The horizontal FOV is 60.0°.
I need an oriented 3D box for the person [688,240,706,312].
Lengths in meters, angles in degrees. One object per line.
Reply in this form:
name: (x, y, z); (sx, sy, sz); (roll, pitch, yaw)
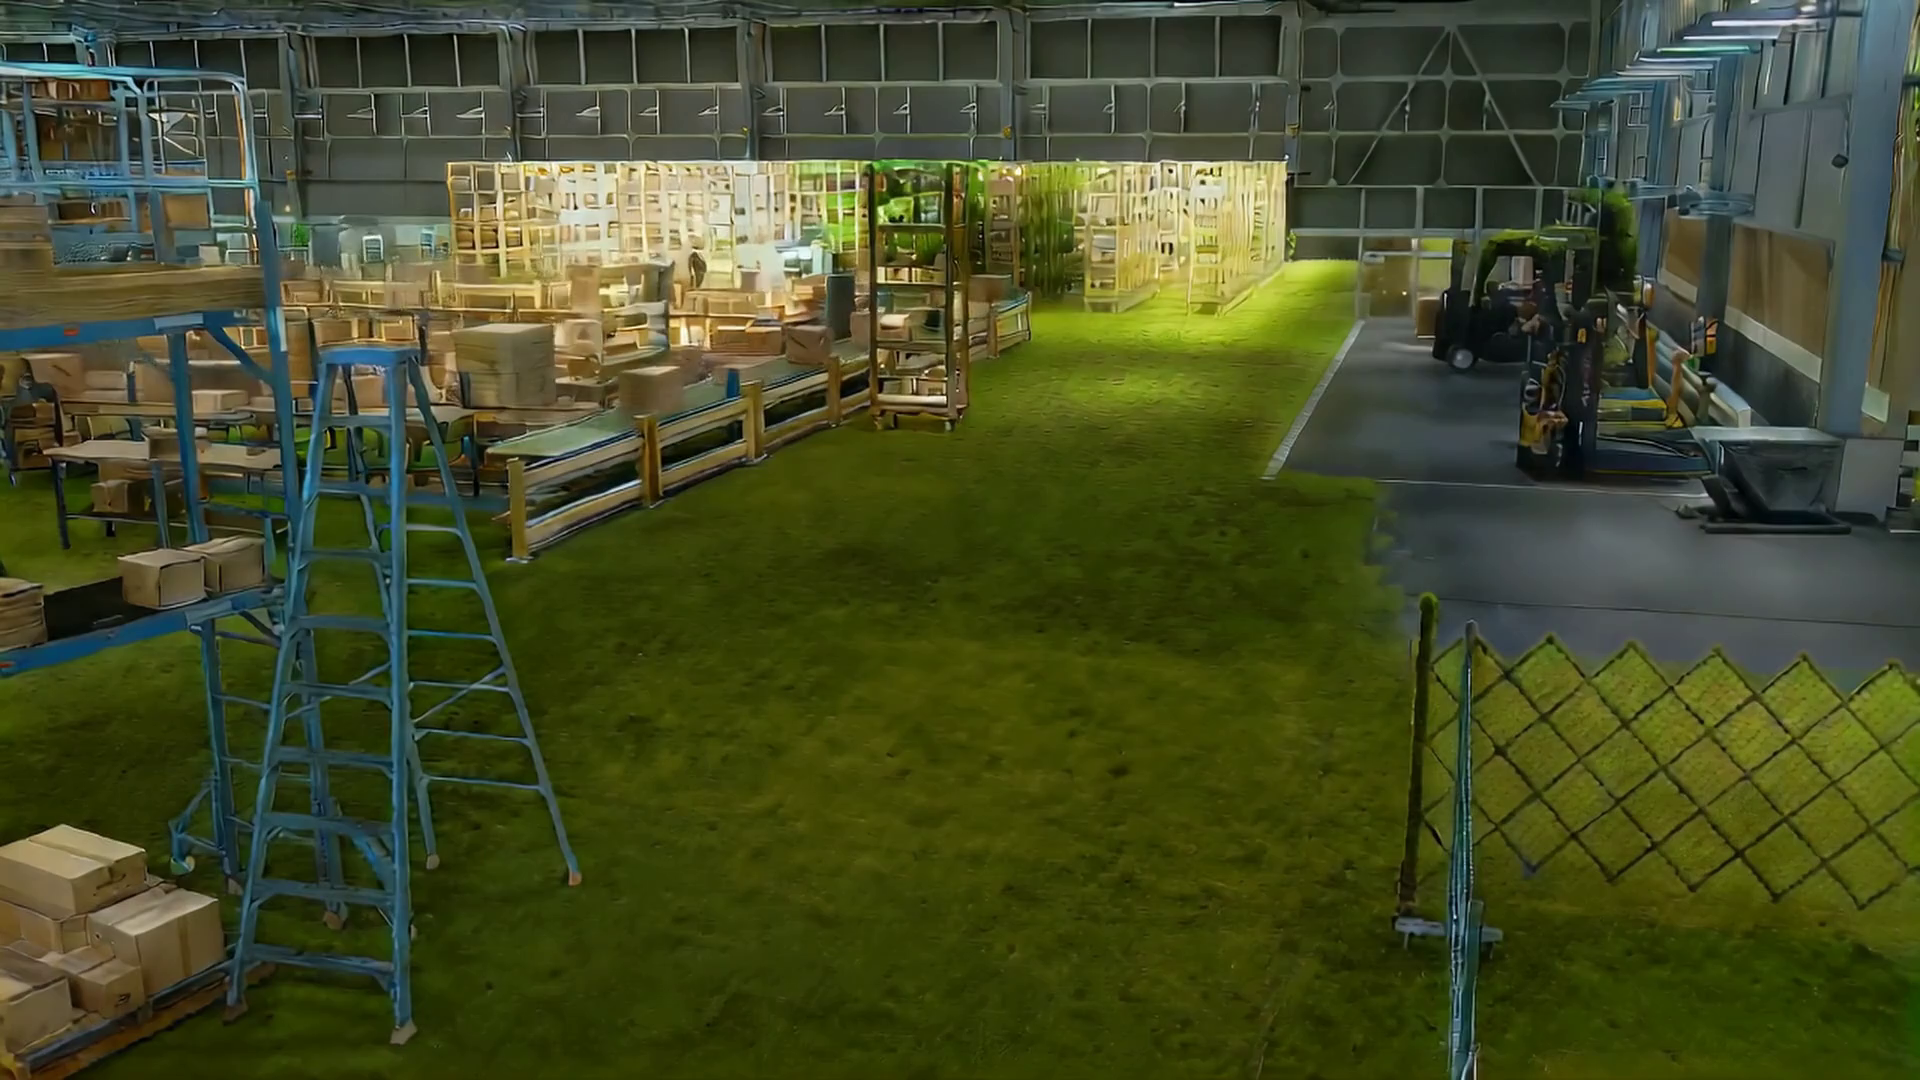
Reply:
person: (-6.113, -6.066, 38.760); (0.403, 1.830, 0.598); (-5, 14, -20)

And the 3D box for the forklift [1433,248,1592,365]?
forklift: (9.780, -4.111, 29.280); (2.680, 1.987, 1.157); (3, 13, 14)

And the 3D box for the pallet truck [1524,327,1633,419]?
pallet truck: (9.065, -2.460, 24.370); (1.522, 1.261, 0.704); (3, 13, 14)

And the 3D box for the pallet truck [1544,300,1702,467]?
pallet truck: (8.263, -1.952, 20.631); (1.885, 1.965, 0.823); (5, 14, 20)

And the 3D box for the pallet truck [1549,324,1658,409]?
pallet truck: (9.824, -2.669, 25.407); (1.601, 1.201, 0.680); (4, 14, 16)

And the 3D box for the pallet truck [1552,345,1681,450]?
pallet truck: (8.641, -1.896, 21.908); (1.630, 1.274, 0.653); (4, 14, 16)

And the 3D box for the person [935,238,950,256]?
person: (-0.332, -5.924, 37.989); (0.409, 1.907, 0.648); (5, 14, 22)

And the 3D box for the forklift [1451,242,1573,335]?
forklift: (10.464, -4.597, 31.405); (2.680, 1.987, 1.157); (4, 14, 16)

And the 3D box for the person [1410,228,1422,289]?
person: (12.536, -7.636, 45.583); (0.664, 1.825, 0.564); (3, 13, 13)

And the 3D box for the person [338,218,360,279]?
person: (-17.800, -8.397, 48.532); (0.621, 1.973, 0.783); (2, 13, 10)

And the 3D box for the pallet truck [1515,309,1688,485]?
pallet truck: (7.554, -1.677, 19.446); (1.885, 1.965, 0.823); (3, 13, 14)
